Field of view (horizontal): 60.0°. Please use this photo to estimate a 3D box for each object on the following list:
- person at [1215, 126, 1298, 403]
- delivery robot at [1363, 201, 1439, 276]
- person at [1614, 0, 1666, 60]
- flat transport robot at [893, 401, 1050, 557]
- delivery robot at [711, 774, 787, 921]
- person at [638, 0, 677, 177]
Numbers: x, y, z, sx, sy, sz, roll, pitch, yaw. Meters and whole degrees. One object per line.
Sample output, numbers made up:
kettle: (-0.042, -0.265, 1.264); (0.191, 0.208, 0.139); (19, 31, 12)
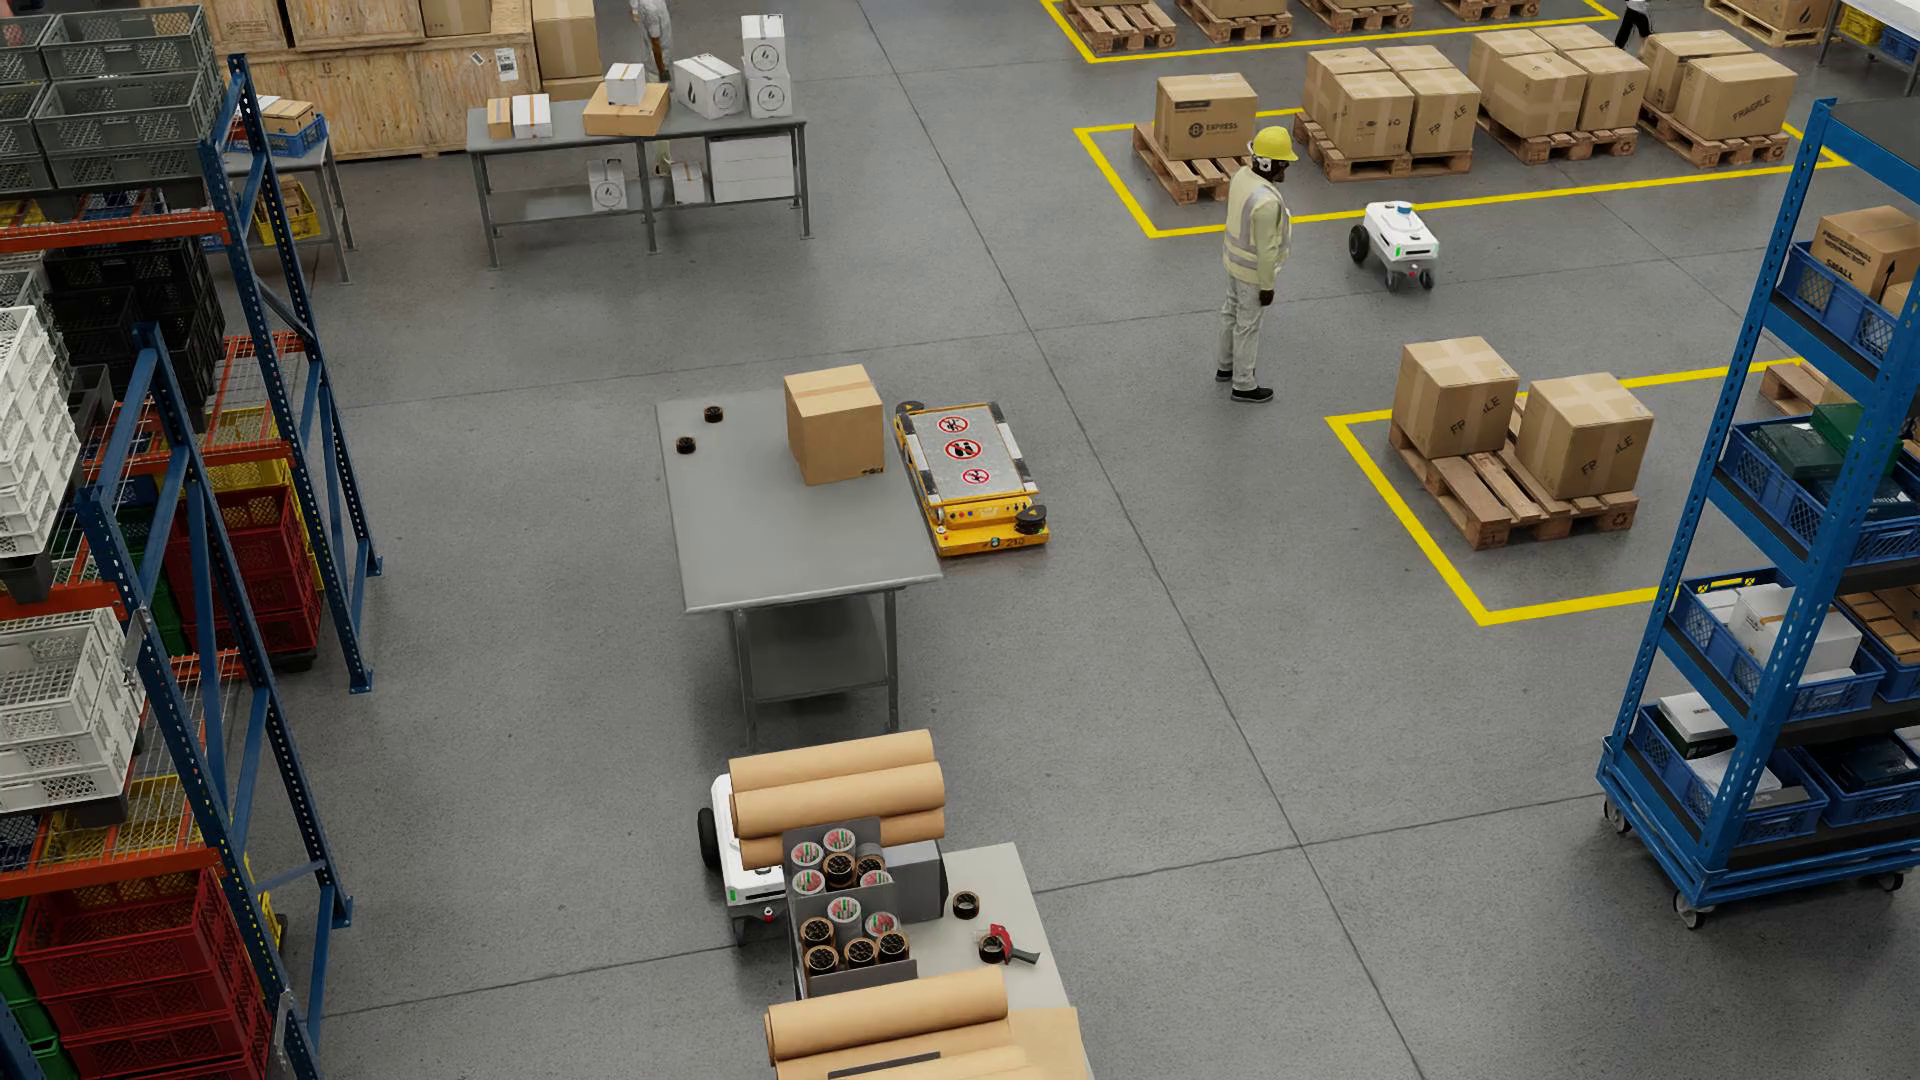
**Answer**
person: (1.877, -1.756, 10.596); (0.404, 1.827, 0.589); (-6, 37, -9)
delivery robot: (3.240, -2.248, 12.240); (0.477, 0.478, 0.707); (-5, 37, -7)
person: (6.331, -5.198, 15.374); (0.867, 1.642, 0.576); (-18, 40, -22)
flat transport robot: (0.046, -0.430, 10.108); (0.652, 0.197, 1.431); (-8, 37, -10)
delivery robot: (-0.905, 1.343, 7.414); (0.477, 0.478, 0.707); (-8, 37, -10)
person: (-2.363, -3.748, 13.237); (0.334, 1.873, 0.521); (-6, 37, -9)
